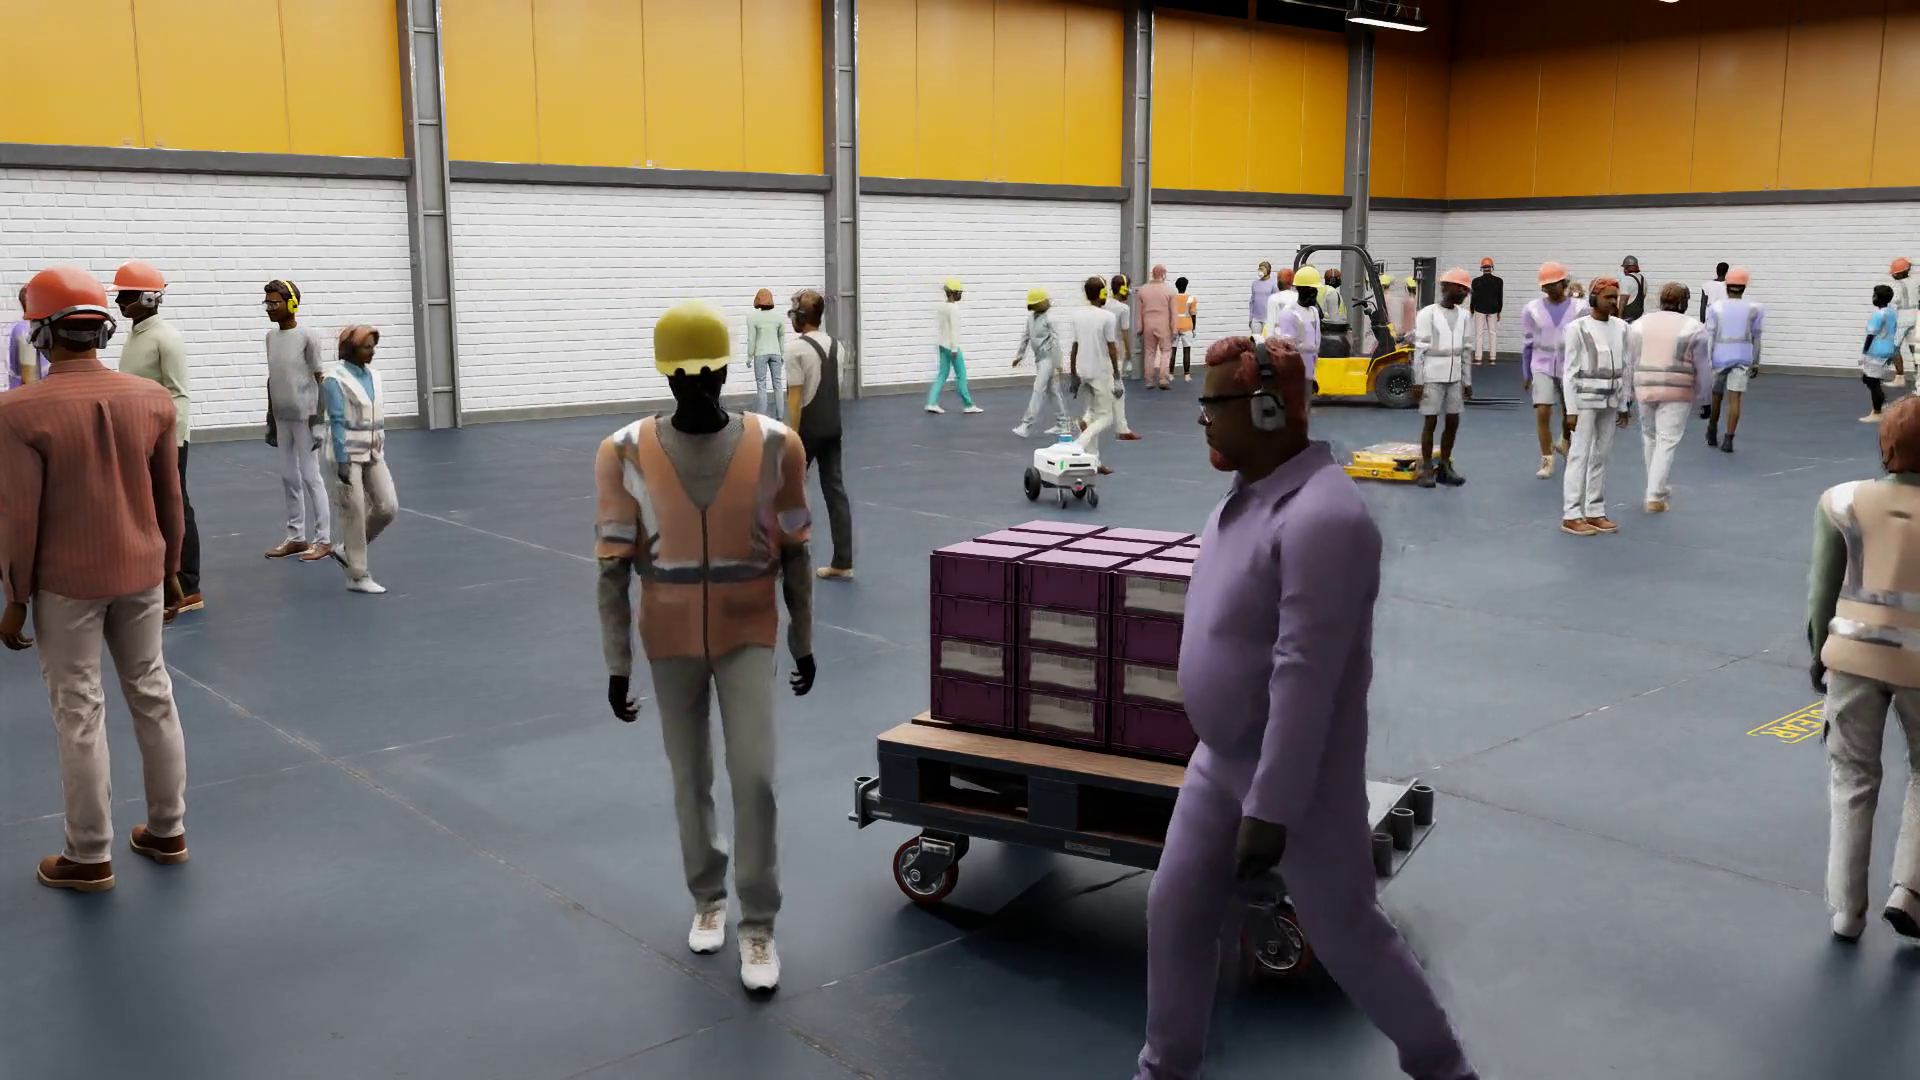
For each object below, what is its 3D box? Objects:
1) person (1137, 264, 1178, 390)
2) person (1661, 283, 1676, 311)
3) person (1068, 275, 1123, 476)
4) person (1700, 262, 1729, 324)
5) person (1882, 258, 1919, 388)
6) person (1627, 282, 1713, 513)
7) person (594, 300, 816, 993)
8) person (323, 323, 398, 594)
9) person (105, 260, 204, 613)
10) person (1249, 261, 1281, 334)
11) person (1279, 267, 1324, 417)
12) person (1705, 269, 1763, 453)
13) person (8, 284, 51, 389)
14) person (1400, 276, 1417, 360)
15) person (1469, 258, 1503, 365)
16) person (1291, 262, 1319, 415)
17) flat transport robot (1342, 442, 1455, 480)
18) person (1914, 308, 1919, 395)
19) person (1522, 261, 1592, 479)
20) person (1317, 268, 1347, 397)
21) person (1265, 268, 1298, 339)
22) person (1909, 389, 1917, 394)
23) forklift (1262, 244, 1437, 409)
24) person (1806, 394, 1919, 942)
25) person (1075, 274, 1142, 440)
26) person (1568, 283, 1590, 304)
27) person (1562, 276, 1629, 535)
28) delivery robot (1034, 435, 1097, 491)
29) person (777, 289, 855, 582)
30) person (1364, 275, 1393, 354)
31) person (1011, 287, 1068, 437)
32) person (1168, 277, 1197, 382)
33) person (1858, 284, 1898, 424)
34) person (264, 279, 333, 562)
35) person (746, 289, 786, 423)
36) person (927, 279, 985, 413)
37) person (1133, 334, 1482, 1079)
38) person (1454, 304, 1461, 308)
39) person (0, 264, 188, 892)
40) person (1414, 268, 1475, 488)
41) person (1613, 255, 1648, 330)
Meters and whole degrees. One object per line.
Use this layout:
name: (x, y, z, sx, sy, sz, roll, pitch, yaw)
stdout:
person: (2.999, -3.222, 25.207, 0.668, 1.907, 0.404, 5, 11, 27)
person: (11.337, -3.343, 26.797, 0.800, 1.601, 0.510, 4, 11, 23)
person: (1.191, -1.476, 15.129, 0.635, 1.852, 0.529, -8, 13, -40)
person: (12.768, -3.706, 27.992, 0.591, 1.917, 0.379, 4, 11, 25)
person: (14.577, -3.328, 25.594, 0.697, 1.991, 0.545, -5, 11, -25)
person: (5.700, -1.139, 13.297, 0.881, 1.805, 0.658, -9, 13, -42)
person: (-0.702, 0.295, 4.625, 0.603, 1.894, 0.778, -1, 10, -6)
person: (-3.626, -0.483, 9.980, 0.400, 1.624, 0.512, 4, 10, 20)
person: (-4.573, -0.575, 9.438, 0.611, 1.996, 0.378, 9, 13, 42)
person: (5.093, -3.695, 27.869, 0.372, 1.940, 0.627, -8, 13, -40)
person: (3.100, -1.505, 15.085, 0.385, 1.925, 0.592, 8, 12, 37)
person: (8.065, -1.883, 17.412, 0.563, 1.879, 1.005, 3, 10, 19)
person: (-7.065, -1.040, 12.660, 0.626, 1.824, 0.581, -4, 11, -23)
person: (6.582, -3.038, 24.602, 0.679, 1.748, 0.530, 1, 10, 4)
person: (9.812, -4.266, 31.058, 0.612, 1.991, 0.392, 0, 10, -2)
person: (4.402, -2.578, 21.332, 0.358, 1.938, 0.636, -1, 10, -8)
flat transport robot: (4.092, -0.747, 15.484, 0.652, 0.197, 1.431, 6, 11, 31)
person: (10.415, -1.913, 17.746, 0.403, 1.835, 0.586, 1, 10, 7)
person: (5.514, -1.585, 15.402, 0.649, 1.996, 0.937, 3, 10, 16)
person: (5.339, -2.977, 23.954, 0.429, 1.845, 0.622, -1, 10, -6)
person: (4.031, -2.435, 20.692, 0.594, 1.884, 0.367, -6, 11, -30)
person: (14.093, -2.919, 23.463, 0.994, 1.895, 0.630, 5, 11, 26)
forklift: (5.256, -2.933, 22.661, 2.313, 2.155, 1.214, 3, 10, 16)
person: (2.744, 0.391, 4.871, 0.520, 1.627, 0.361, 7, 12, 36)
person: (1.624, -1.962, 18.074, 0.835, 1.830, 0.533, -5, 11, -28)
person: (9.943, -3.362, 26.909, 0.508, 1.597, 0.810, 3, 10, 17)
person: (4.639, -0.979, 12.148, 0.576, 1.882, 0.359, -5, 11, -26)
delivery robot: (0.862, -0.618, 13.606, 0.477, 0.478, 0.707, -2, 10, -16)
person: (-0.994, -0.651, 10.408, 0.843, 1.810, 0.564, 8, 13, 39)
person: (6.387, -3.200, 25.586, 0.764, 1.738, 0.534, 1, 10, 4)
person: (0.887, -1.997, 18.691, 0.860, 1.672, 0.617, -5, 11, -25)
person: (3.559, -3.390, 26.822, 0.529, 1.690, 0.321, 4, 11, 23)
person: (11.065, -2.241, 20.089, 0.366, 1.685, 0.538, 9, 13, 43)
person: (-4.423, -0.788, 11.057, 0.528, 1.869, 0.313, 5, 11, 27)
person: (-2.326, -2.193, 19.967, 0.498, 1.634, 0.280, -5, 11, -28)
person: (-0.089, -2.481, 21.356, 0.746, 1.733, 0.544, -4, 10, -22)
person: (0.749, 0.477, 3.671, 0.934, 1.862, 0.646, -2, 10, -14)
person: (6.837, -2.757, 23.282, 0.354, 1.637, 0.526, 5, 11, 28)
person: (-2.786, 0.123, 5.350, 0.381, 1.994, 0.622, 6, 11, 30)
person: (4.227, -1.412, 14.617, 0.590, 1.906, 0.383, -4, 10, -20)
person: (11.768, -4.004, 29.382, 0.687, 2.000, 0.535, -7, 12, -36)
